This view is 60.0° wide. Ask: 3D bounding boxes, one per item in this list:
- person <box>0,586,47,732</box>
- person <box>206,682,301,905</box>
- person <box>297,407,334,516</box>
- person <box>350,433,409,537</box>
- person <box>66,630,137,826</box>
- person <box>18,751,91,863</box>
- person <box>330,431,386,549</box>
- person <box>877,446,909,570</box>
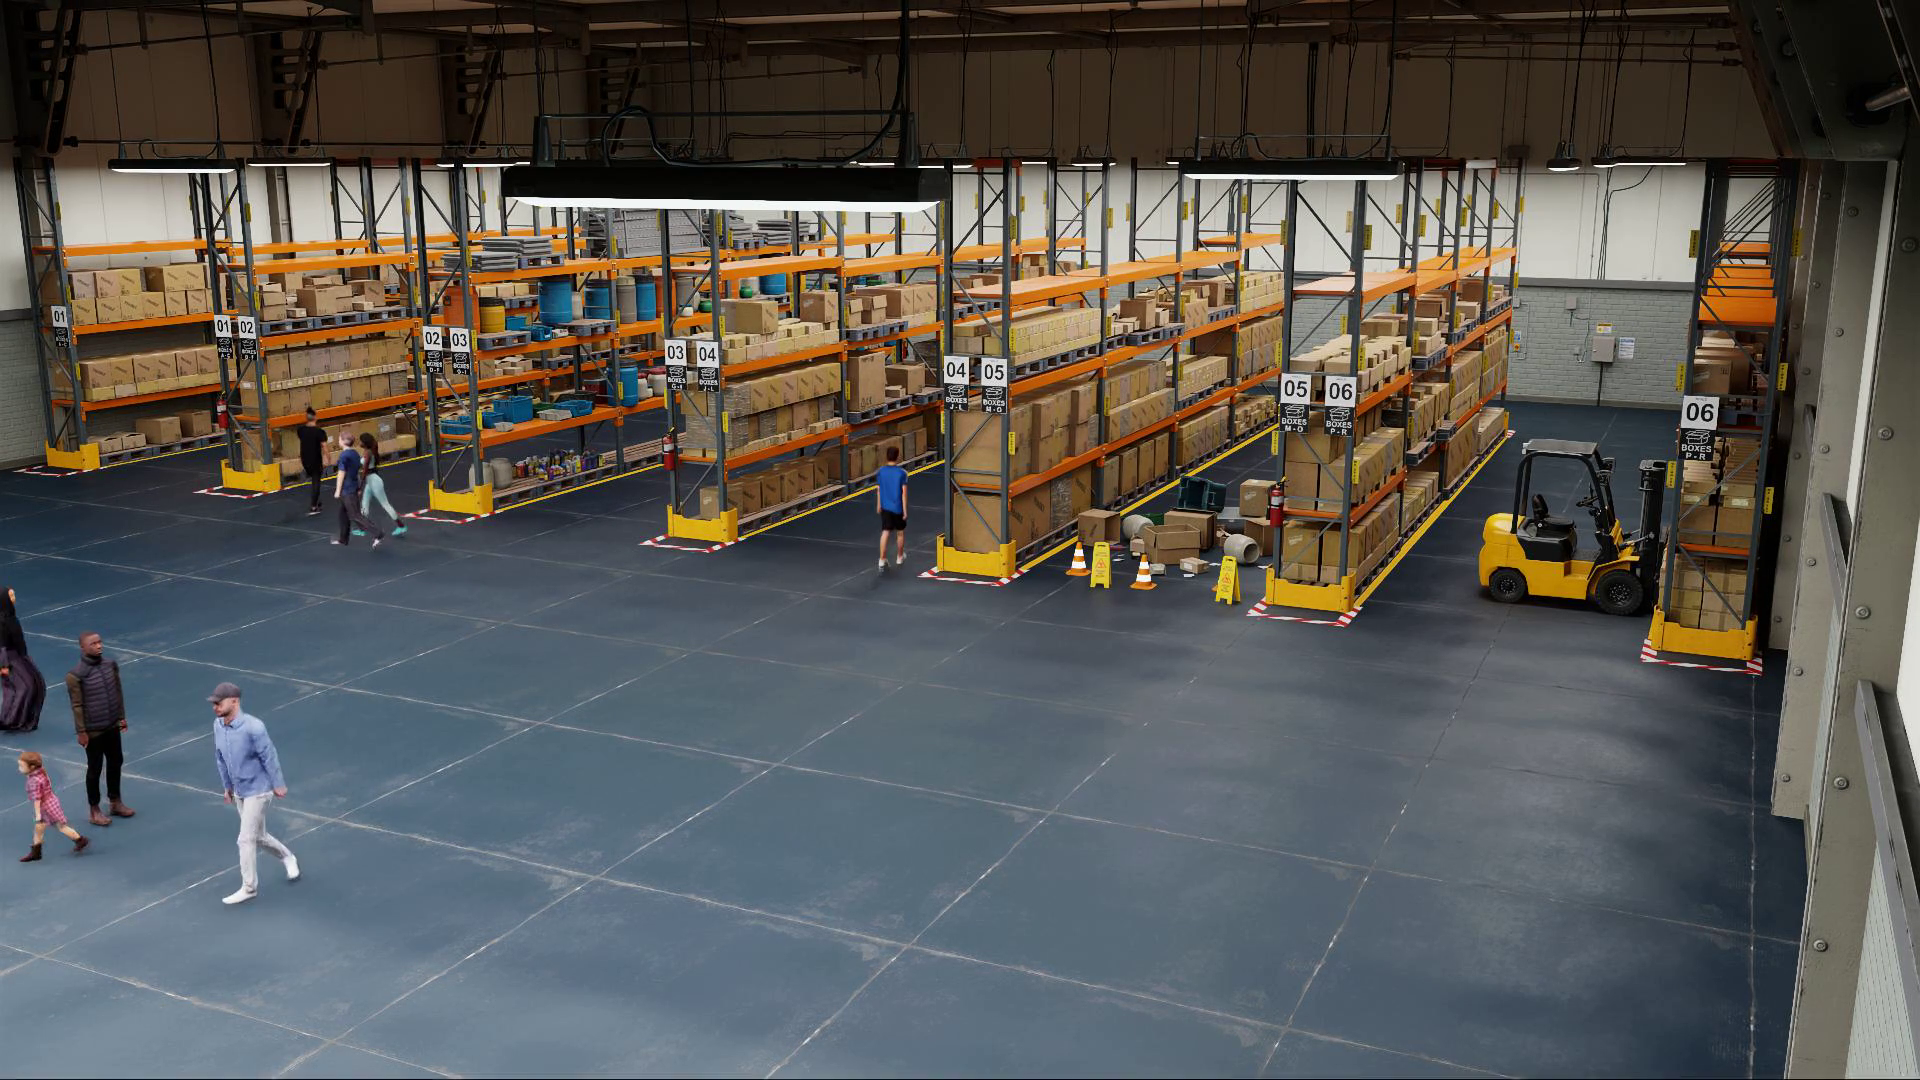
[{"bbox_3d":[-10.184,1.272,17.702,0.884,1.610,0.825,-5,14,-20],"label":"person"},{"bbox_3d":[-5.825,2.050,13.829,0.705,1.841,1.037,6,14,23],"label":"person"},{"bbox_3d":[-11.150,-1.357,28.530,0.754,1.848,0.769,4,14,16],"label":"person"},{"bbox_3d":[-9.329,-0.854,26.717,1.101,1.686,1.102,-3,13,-14],"label":"person"},{"bbox_3d":[-7.930,1.706,15.326,0.758,1.836,0.536,4,14,19],"label":"person"},{"bbox_3d":[-7.937,2.322,14.541,0.810,0.991,0.714,-6,14,-23],"label":"person"},{"bbox_3d":[-9.431,-0.748,25.936,1.046,1.832,1.201,0,13,0],"label":"person"},{"bbox_3d":[-1.034,-0.445,24.633,0.838,1.828,1.272,3,13,13],"label":"person"}]
